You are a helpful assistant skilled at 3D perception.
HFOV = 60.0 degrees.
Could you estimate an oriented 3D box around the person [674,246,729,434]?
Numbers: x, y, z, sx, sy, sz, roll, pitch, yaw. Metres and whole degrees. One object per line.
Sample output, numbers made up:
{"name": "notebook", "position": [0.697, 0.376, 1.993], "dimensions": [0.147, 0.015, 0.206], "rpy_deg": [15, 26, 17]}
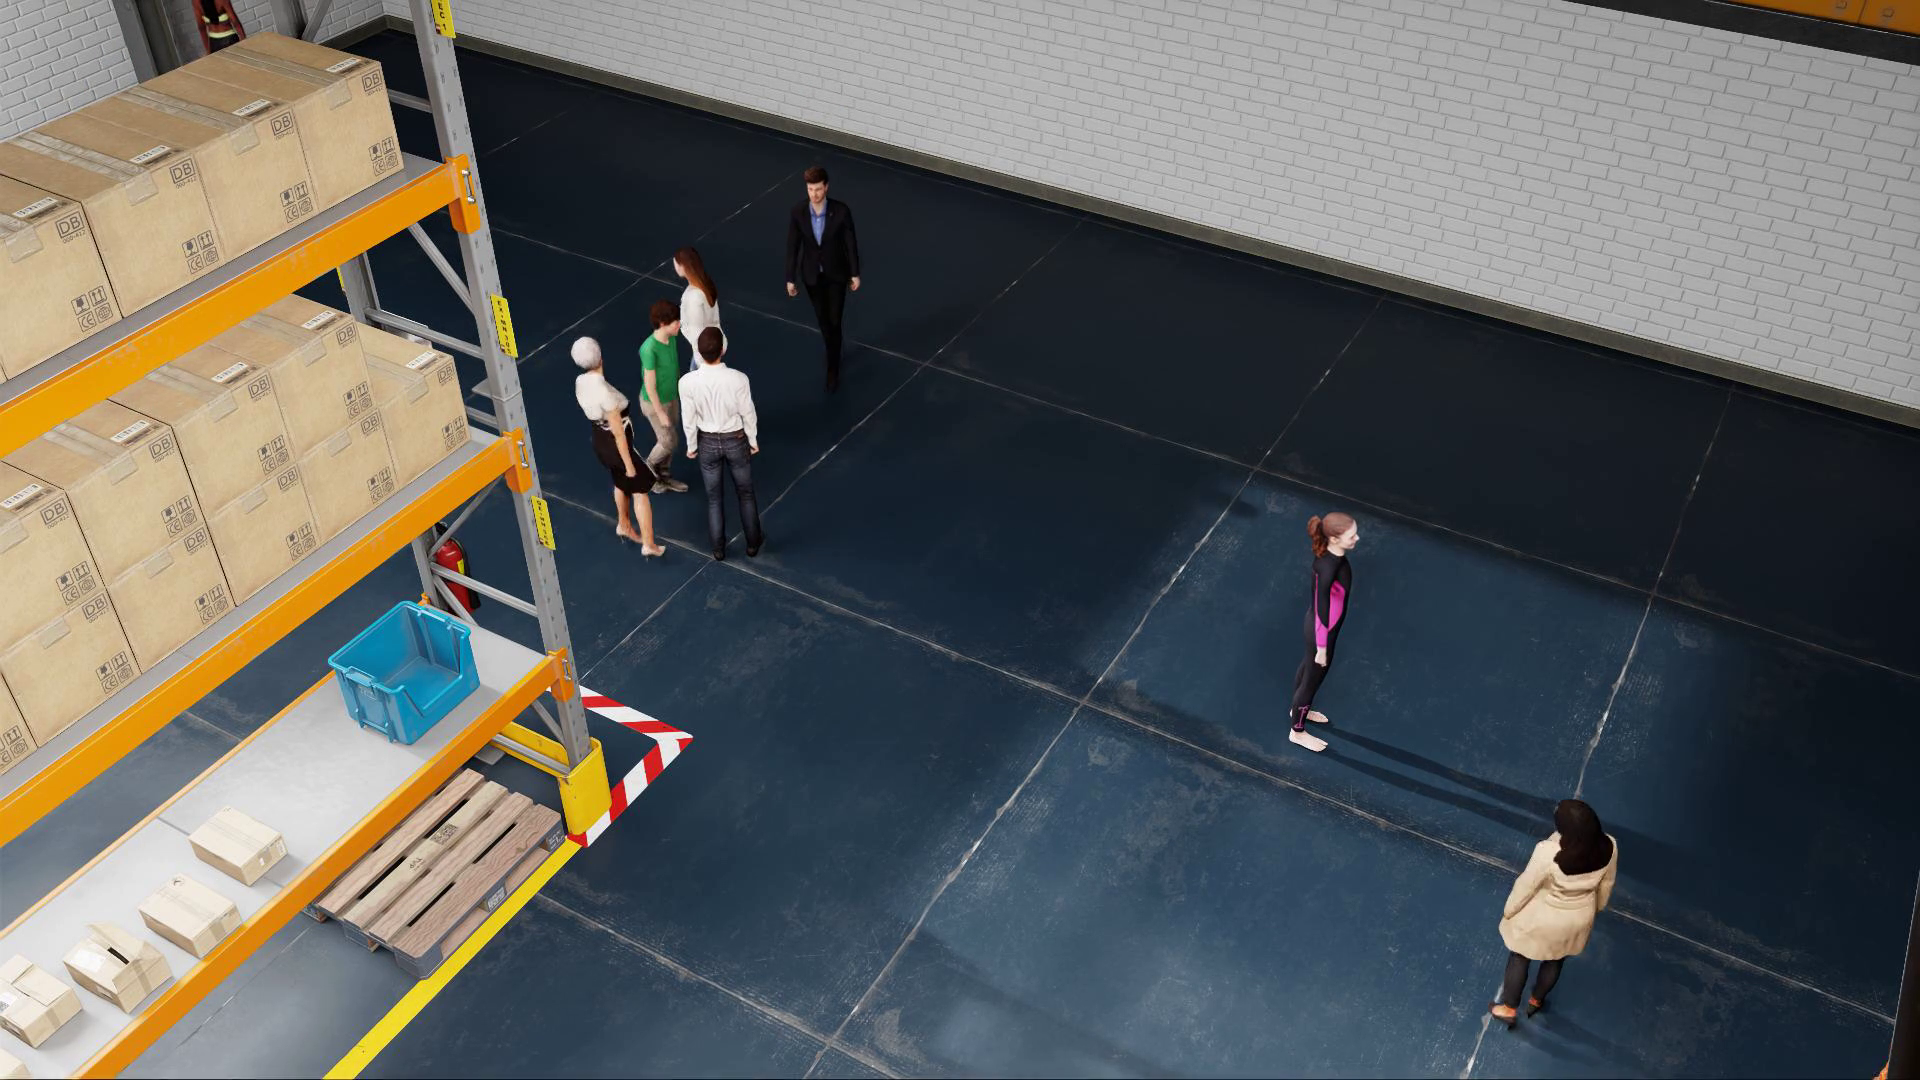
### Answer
{"name": "person", "position": [-1.889, -1.475, 12.734], "dimensions": [0.857, 1.675, 0.777], "rpy_deg": [3, 39, 4]}

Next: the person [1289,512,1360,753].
{"name": "person", "position": [2.212, 0.530, 10.162], "dimensions": [0.676, 1.752, 0.578], "rpy_deg": [9, 39, 11]}

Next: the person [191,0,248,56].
{"name": "person", "position": [-7.566, -5.026, 17.122], "dimensions": [0.779, 1.749, 0.851], "rpy_deg": [-2, 39, -3]}

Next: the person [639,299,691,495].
{"name": "person", "position": [-2.268, -1.037, 12.218], "dimensions": [0.710, 1.636, 0.657], "rpy_deg": [15, 41, 18]}

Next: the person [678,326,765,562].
{"name": "person", "position": [-1.643, -0.657, 11.553], "dimensions": [0.739, 1.871, 0.751], "rpy_deg": [-3, 39, -4]}

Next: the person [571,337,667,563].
{"name": "person", "position": [-2.482, -0.611, 11.617], "dimensions": [0.813, 1.720, 0.807], "rpy_deg": [-12, 40, -15]}

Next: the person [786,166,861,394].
{"name": "person", "position": [-1.081, -2.211, 13.502], "dimensions": [0.904, 1.868, 1.025], "rpy_deg": [6, 39, 8]}

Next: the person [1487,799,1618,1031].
{"name": "person", "position": [3.053, 1.904, 8.508], "dimensions": [0.758, 1.670, 0.748], "rpy_deg": [9, 40, 11]}
